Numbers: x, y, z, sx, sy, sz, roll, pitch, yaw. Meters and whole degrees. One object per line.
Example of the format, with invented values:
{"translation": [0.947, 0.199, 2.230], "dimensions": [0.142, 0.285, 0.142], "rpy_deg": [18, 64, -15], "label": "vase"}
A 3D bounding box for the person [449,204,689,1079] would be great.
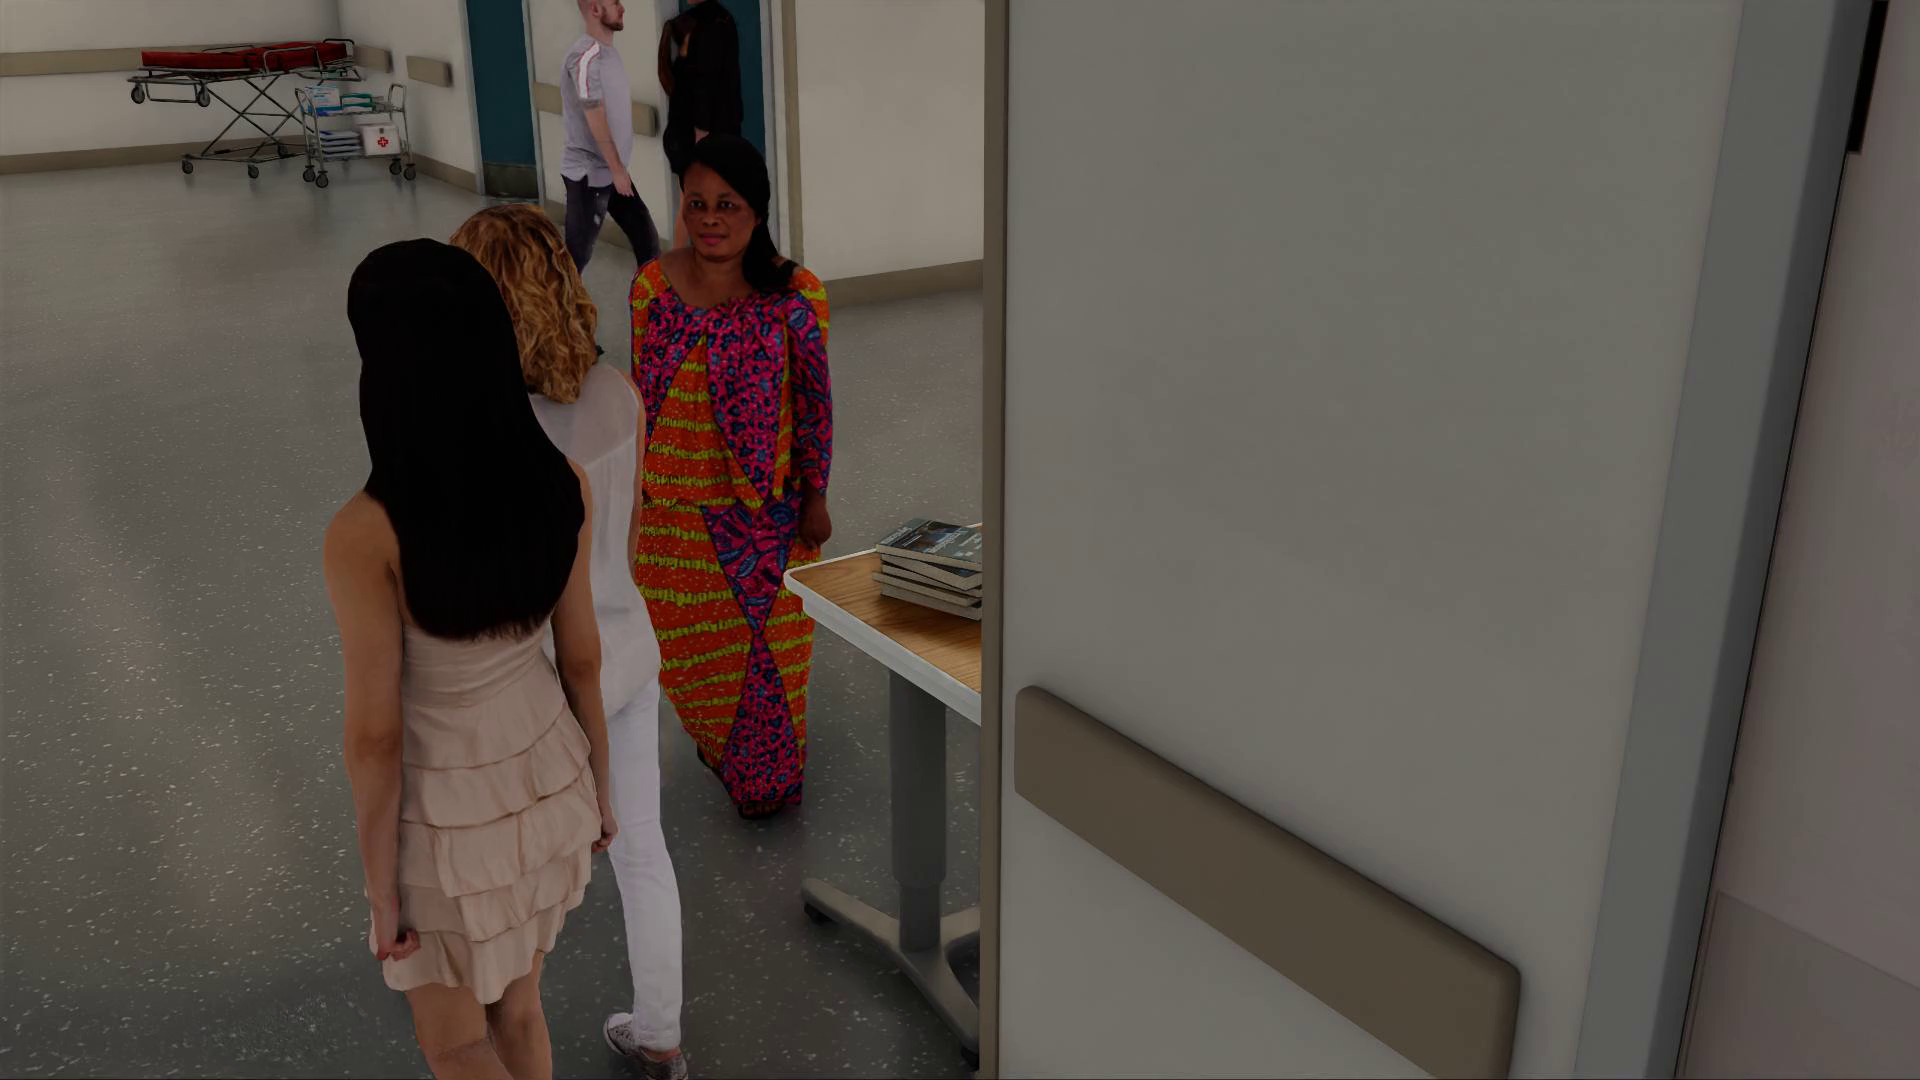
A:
{"translation": [-0.661, 0.258, 3.010], "dimensions": [0.663, 1.635, 1.029], "rpy_deg": [-17, 27, -38], "label": "person"}

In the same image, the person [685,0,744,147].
{"translation": [-1.406, -2.428, 9.745], "dimensions": [0.971, 1.886, 0.856], "rpy_deg": [5, 21, 14], "label": "person"}

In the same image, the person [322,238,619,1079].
{"translation": [-0.622, 0.457, 2.362], "dimensions": [0.908, 1.721, 0.694], "rpy_deg": [18, 27, 39], "label": "person"}

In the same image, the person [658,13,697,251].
{"translation": [-1.704, -2.440, 10.292], "dimensions": [0.886, 1.523, 0.691], "rpy_deg": [-10, 23, -24], "label": "person"}

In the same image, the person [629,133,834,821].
{"translation": [-0.540, -0.154, 4.043], "dimensions": [0.869, 1.659, 0.935], "rpy_deg": [2, 21, 5], "label": "person"}

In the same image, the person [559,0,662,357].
{"translation": [-1.853, -1.765, 8.131], "dimensions": [1.217, 1.791, 1.158], "rpy_deg": [4, 21, 10], "label": "person"}
